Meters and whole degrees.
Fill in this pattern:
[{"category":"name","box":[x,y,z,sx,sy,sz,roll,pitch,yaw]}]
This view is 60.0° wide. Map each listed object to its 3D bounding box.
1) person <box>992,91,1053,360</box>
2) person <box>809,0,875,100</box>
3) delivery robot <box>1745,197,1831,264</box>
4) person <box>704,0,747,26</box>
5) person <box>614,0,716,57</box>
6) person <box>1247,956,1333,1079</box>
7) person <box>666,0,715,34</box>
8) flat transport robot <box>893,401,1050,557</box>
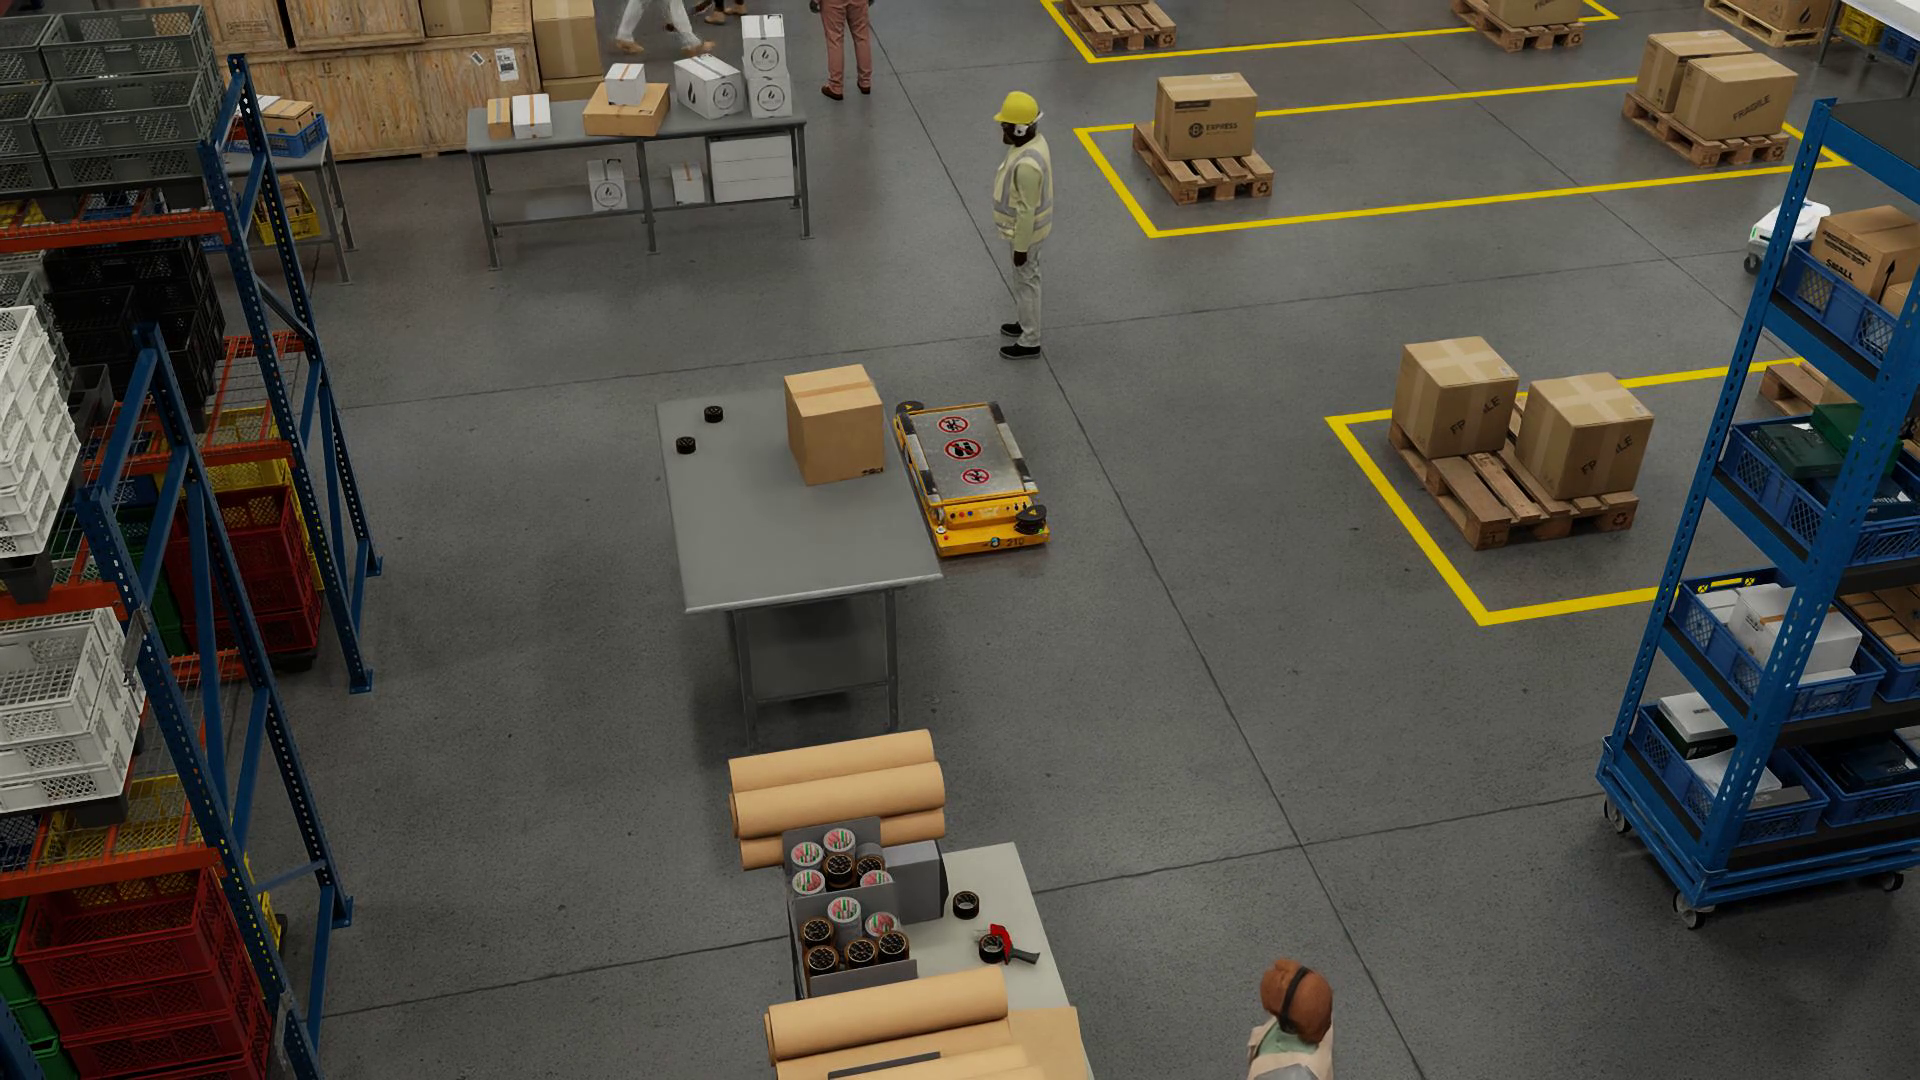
[{"category":"person","box":[0.411,-2.087,11.048,0.403,1.825,0.597,2,37,2]},{"category":"person","box":[-1.042,-4.871,14.719,0.654,1.904,0.406,-17,40,-22]},{"category":"delivery robot","box":[6.144,-2.307,12.319,0.477,0.478,0.707,29,46,34]},{"category":"person","box":[-2.359,-5.953,16.350,0.320,1.693,0.536,18,40,22]},{"category":"person","box":[-2.866,-5.396,15.524,0.962,1.789,0.626,-6,37,-8]},{"category":"person","box":[1.093,2.019,5.680,0.312,1.636,0.520,10,38,14]},{"category":"person","box":[-2.670,-5.954,16.242,0.518,1.825,0.932,24,43,29]},{"category":"flat transport robot","box":[0.046,-0.430,10.108,0.652,0.197,1.431,-8,37,-10]}]
